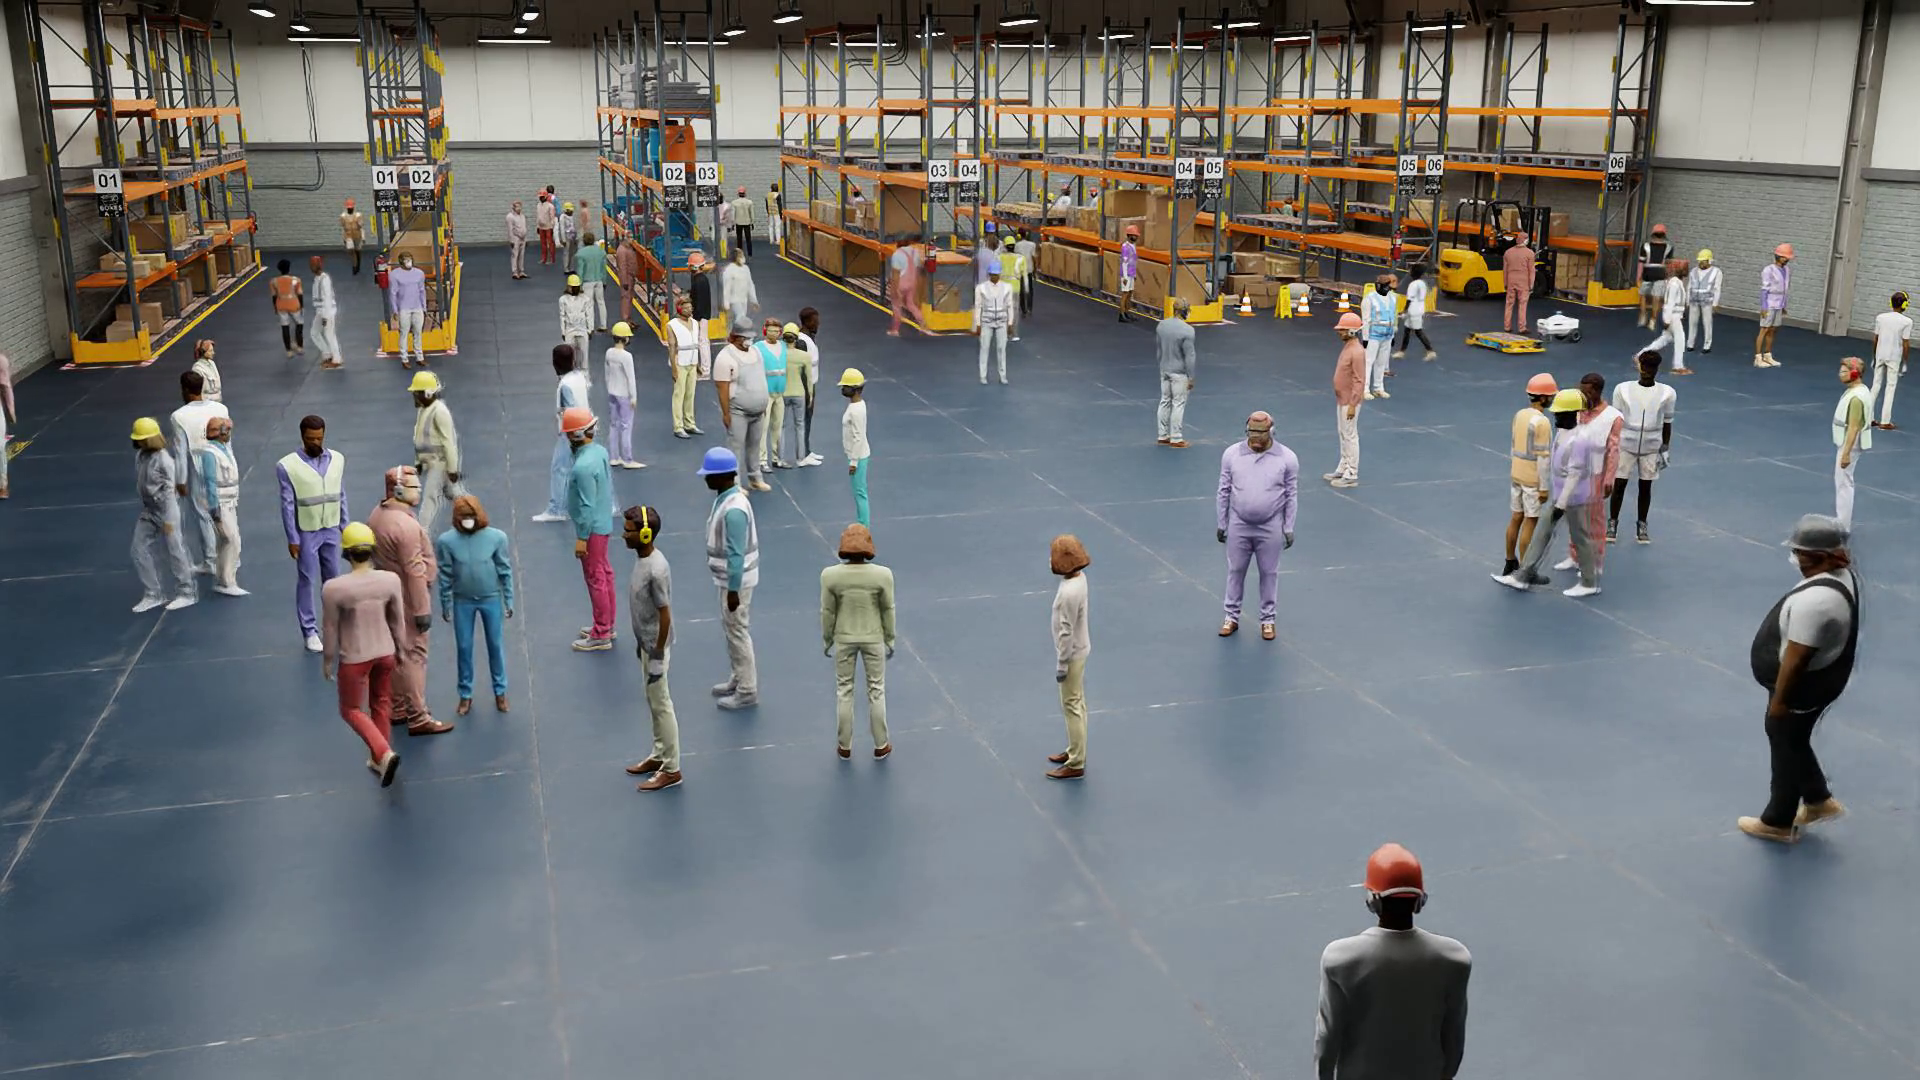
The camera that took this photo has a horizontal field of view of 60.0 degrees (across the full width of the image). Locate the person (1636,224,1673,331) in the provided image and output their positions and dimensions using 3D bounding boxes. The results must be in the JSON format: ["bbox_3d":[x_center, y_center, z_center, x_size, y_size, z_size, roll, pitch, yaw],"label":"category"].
[{"bbox_3d":[13.360,-5.068,32.061,0.640,2.005,0.777,3,15,12],"label":"person"}]

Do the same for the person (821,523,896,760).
[{"bbox_3d":[-0.676,0.685,11.142,0.497,1.633,0.287,0,15,1],"label":"person"}]

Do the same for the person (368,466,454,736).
[{"bbox_3d":[-3.847,0.416,11.636,0.400,1.905,0.644,-12,19,-37],"label":"person"}]

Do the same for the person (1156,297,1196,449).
[{"bbox_3d":[2.745,-2.112,21.110,0.383,1.929,0.635,-11,18,-36],"label":"person"}]

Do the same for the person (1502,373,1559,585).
[{"bbox_3d":[5.252,-0.565,15.259,0.369,1.939,0.542,-2,15,-8],"label":"person"}]

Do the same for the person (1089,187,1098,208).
[{"bbox_3d":[4.063,-9.800,50.382,0.347,1.742,0.564,-2,15,-6],"label":"person"}]

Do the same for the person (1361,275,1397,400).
[{"bbox_3d":[6.208,-3.004,24.622,0.624,1.844,0.430,-8,17,-29],"label":"person"}]

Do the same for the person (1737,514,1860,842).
[{"bbox_3d":[4.962,0.819,9.856,0.536,2.000,0.704,12,19,39],"label":"person"}]

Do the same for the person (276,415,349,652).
[{"bbox_3d":[-5.194,-0.071,13.448,0.390,1.914,0.587,10,18,33],"label":"person"}]

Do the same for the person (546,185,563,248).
[{"bbox_3d":[-12.181,-9.664,49.685,0.626,1.844,0.429,6,16,22],"label":"person"}]

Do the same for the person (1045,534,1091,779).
[{"bbox_3d":[0.708,0.758,10.884,0.283,1.625,0.491,3,15,10],"label":"person"}]

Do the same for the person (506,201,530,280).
[{"bbox_3d":[-10.880,-7.388,41.007,0.403,1.904,0.637,5,16,20],"label":"person"}]

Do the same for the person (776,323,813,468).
[{"bbox_3d":[-2.038,-1.736,20.024,0.536,1.752,0.341,-2,15,-8],"label":"person"}]

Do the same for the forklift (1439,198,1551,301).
[{"bbox_3d":[11.913,-6.508,37.130,2.313,2.155,1.214,-4,15,-15],"label":"forklift"}]

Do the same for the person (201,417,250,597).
[{"bbox_3d":[-6.528,-0.296,14.891,0.477,1.596,0.571,-1,15,-3],"label":"person"}]

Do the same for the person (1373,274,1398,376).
[{"bbox_3d":[6.849,-3.449,26.719,0.280,1.628,0.505,-6,16,-21],"label":"person"}]

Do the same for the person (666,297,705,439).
[{"bbox_3d":[-3.622,-2.273,21.862,0.389,1.847,0.563,8,17,28],"label":"person"}]

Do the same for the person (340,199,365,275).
[{"bbox_3d":[-15.421,-7.715,42.276,0.549,1.898,0.939,-4,16,-16],"label":"person"}]

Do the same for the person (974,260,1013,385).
[{"bbox_3d":[0.526,-3.365,25.807,0.601,1.938,0.425,-2,15,-9],"label":"person"}]

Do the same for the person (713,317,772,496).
[{"bbox_3d":[-2.398,-1.504,18.597,0.535,2.000,0.685,10,18,34],"label":"person"}]

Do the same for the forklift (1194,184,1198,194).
[{"bbox_3d":[7.392,-11.333,53.972,1.873,2.768,1.129,-4,15,-15],"label":"forklift"}]

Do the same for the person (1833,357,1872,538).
[{"bbox_3d":[9.012,-0.934,16.840,0.386,1.838,0.573,7,16,25],"label":"person"}]

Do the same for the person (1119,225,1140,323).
[{"bbox_3d":[3.382,-5.277,33.025,0.394,1.930,0.539,7,16,25],"label":"person"}]

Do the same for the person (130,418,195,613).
[{"bbox_3d":[-6.957,-0.206,14.316,0.498,1.714,0.636,9,17,31],"label":"person"}]

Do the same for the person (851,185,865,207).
[{"bbox_3d":[-2.925,-9.154,47.577,0.364,1.939,0.542,6,16,23],"label":"person"}]

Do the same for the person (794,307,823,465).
[{"bbox_3d":[-1.880,-1.877,20.241,0.372,1.914,0.597,0,15,1],"label":"person"}]

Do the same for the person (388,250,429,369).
[{"bbox_3d":[-9.066,-3.792,27.403,0.364,1.939,0.636,14,20,42],"label":"person"}]

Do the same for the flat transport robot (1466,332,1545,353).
[{"bbox_3d":[9.705,-3.527,29.600,0.652,0.197,1.431,-4,16,-16],"label":"flat transport robot"}]

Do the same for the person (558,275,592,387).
[{"bbox_3d":[-5.904,-3.213,25.608,0.484,1.738,0.320,-7,16,-24],"label":"person"}]

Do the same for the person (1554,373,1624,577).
[{"bbox_3d":[5.869,-0.616,15.520,0.407,1.907,0.597,-8,17,-28],"label":"person"}]

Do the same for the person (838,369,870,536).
[{"bbox_3d":[-1.053,-0.832,16.597,0.310,1.769,0.522,-1,15,-4],"label":"person"}]

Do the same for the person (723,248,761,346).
[{"bbox_3d":[-3.678,-4.022,28.361,0.990,1.893,0.636,7,16,25],"label":"person"}]

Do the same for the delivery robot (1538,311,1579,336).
[{"bbox_3d":[10.931,-3.933,30.405,0.707,0.478,0.477,-5,15,-17],"label":"delivery robot"}]

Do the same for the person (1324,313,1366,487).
[{"bbox_3d":[4.438,-1.607,19.070,0.385,1.993,0.624,0,15,0],"label":"person"}]

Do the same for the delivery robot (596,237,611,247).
[{"bbox_3d":[-10.012,-8.258,46.679,0.477,0.478,0.707,-5,16,-18],"label":"delivery robot"}]

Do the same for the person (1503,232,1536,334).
[{"bbox_3d":[10.582,-4.851,31.454,0.410,1.905,0.641,-14,20,-42],"label":"person"}]

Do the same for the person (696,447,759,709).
[{"bbox_3d":[-1.679,0.269,12.130,0.430,1.936,0.632,-4,15,-14],"label":"person"}]

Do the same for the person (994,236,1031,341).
[{"bbox_3d":[0.961,-4.613,30.534,0.700,1.914,0.425,4,15,14],"label":"person"}]
